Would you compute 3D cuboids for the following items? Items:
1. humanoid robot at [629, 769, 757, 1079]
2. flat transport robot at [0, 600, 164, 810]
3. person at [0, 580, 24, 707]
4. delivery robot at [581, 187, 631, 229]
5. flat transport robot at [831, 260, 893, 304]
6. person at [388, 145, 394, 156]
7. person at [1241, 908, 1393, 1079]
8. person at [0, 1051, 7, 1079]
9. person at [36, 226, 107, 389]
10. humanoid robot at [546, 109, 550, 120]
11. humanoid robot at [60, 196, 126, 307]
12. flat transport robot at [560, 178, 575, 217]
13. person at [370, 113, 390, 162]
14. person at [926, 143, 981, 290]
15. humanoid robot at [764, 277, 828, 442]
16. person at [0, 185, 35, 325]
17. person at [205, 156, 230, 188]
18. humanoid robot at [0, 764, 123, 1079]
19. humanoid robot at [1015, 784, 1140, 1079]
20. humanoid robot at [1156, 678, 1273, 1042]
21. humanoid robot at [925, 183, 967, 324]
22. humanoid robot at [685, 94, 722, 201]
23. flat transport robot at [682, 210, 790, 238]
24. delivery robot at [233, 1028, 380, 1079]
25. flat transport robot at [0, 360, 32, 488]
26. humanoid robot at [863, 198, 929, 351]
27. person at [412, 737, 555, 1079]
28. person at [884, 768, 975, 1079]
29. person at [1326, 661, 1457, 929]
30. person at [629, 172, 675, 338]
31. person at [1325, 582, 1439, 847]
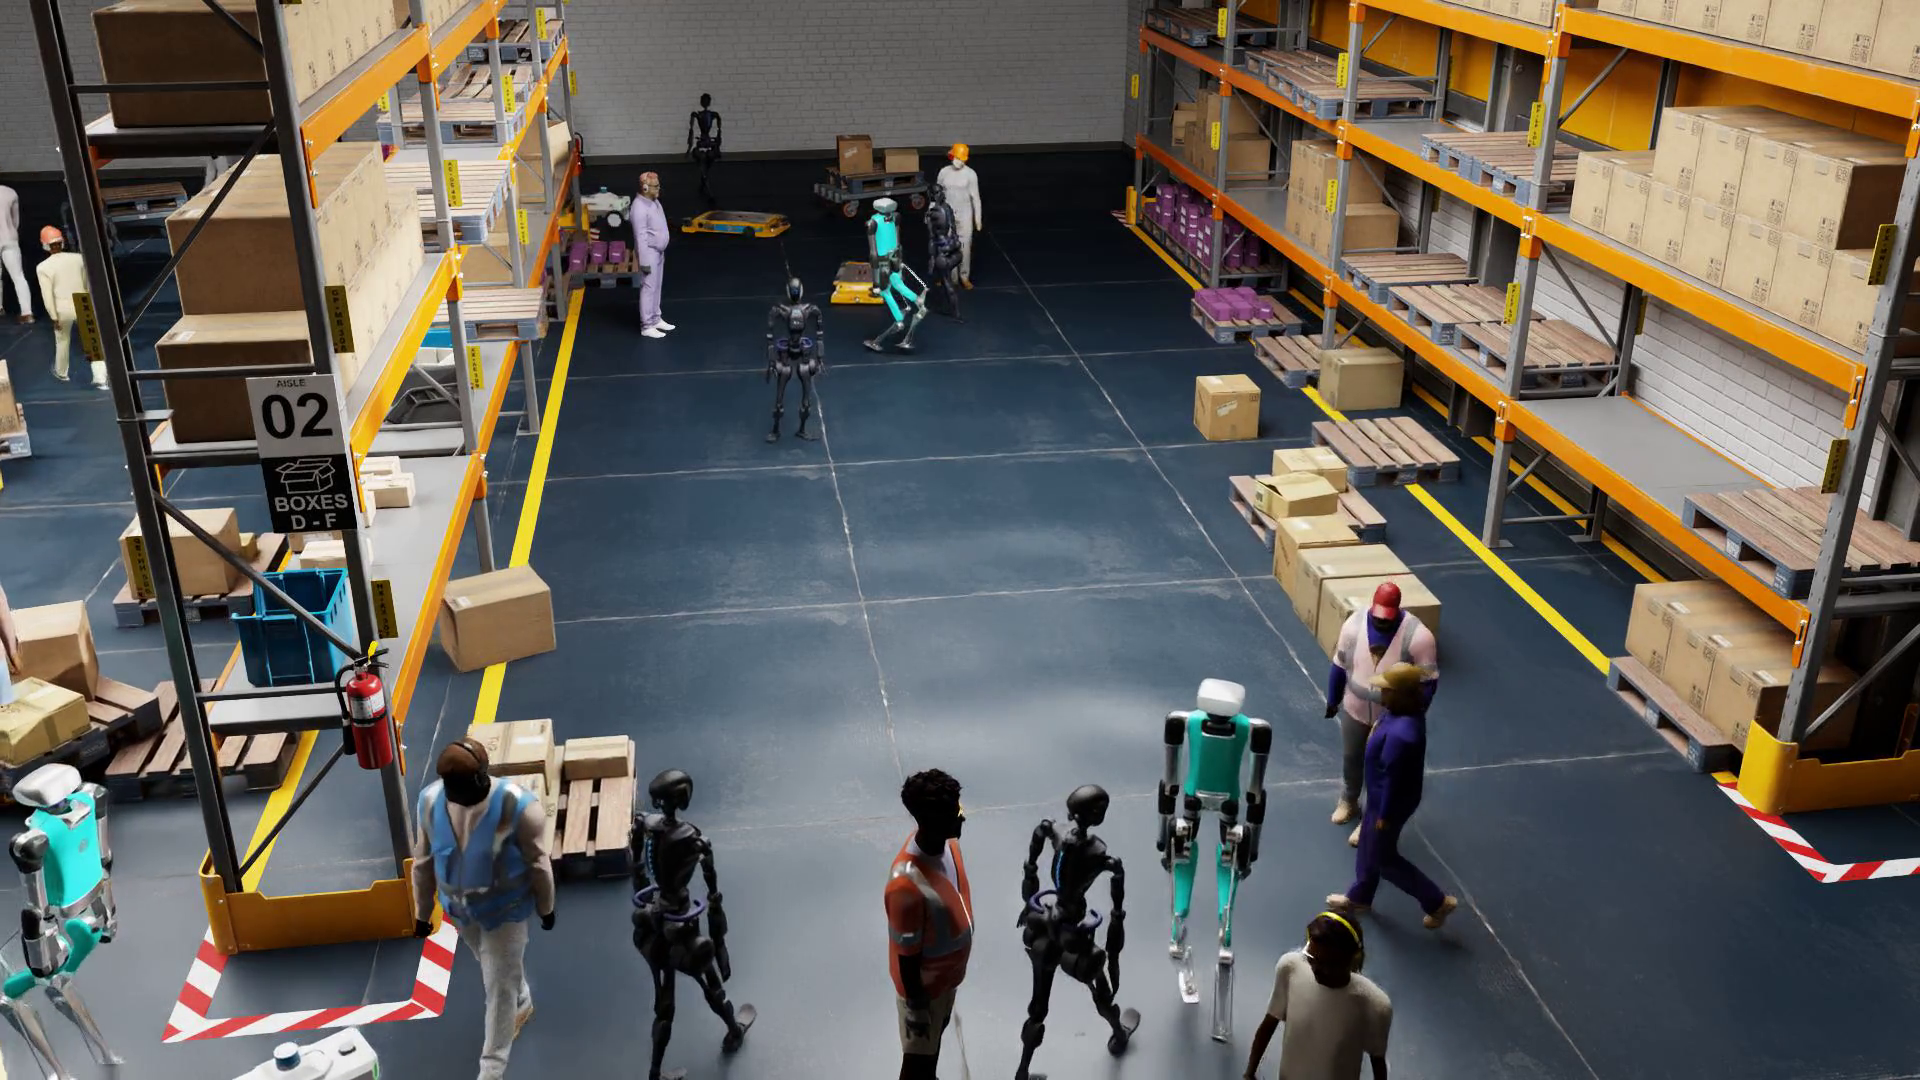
[{"bbox_3d":[-1.315,1.809,7.859,0.588,1.630,0.716,15,28,30],"label":"humanoid robot"},{"bbox_3d":[-5.901,1.372,10.552,0.659,0.231,1.431,12,26,26],"label":"flat transport robot"},{"bbox_3d":[-5.931,0.725,9.900,0.618,1.989,0.396,-13,27,-26],"label":"person"},{"bbox_3d":[-5.195,-4.878,24.442,0.787,0.599,0.499,5,24,11],"label":"delivery robot"},{"bbox_3d":[-1.237,-3.278,21.146,0.659,0.231,1.431,1,24,2],"label":"flat transport robot"},{"bbox_3d":[-7.292,-4.357,21.803,0.563,1.722,0.781,3,24,6],"label":"person"},{"bbox_3d":[1.373,2.255,6.613,0.513,1.817,0.947,21,31,39],"label":"person"},{"bbox_3d":[-3.637,2.423,6.204,0.753,1.864,0.504,-4,24,-10],"label":"person"},{"bbox_3d":[-9.392,-2.454,17.472,0.880,1.708,0.560,17,29,34],"label":"person"},{"bbox_3d":[-6.844,-6.553,26.852,0.609,1.652,0.309,9,25,19],"label":"humanoid robot"},{"bbox_3d":[-10.493,-3.618,20.177,0.623,1.642,0.362,-18,30,-36],"label":"humanoid robot"},{"bbox_3d":[-6.387,-4.973,25.008,1.431,0.231,0.659,-1,24,-2],"label":"flat transport robot"},{"bbox_3d":[-7.949,-5.000,23.129,0.554,1.827,0.461,-14,27,-29],"label":"person"},{"bbox_3d":[-0.081,-4.084,21.001,0.718,1.875,0.411,8,25,18],"label":"person"},{"bbox_3d":[-1.582,-1.718,15.853,0.623,1.641,0.387,-6,24,-14],"label":"humanoid robot"},{"bbox_3d":[-11.372,-3.512,19.700,0.609,1.873,1.114,-19,30,-37],"label":"person"},{"bbox_3d":[-11.471,-6.029,25.504,0.578,1.813,0.672,-12,26,-25],"label":"person"},{"bbox_3d":[-4.241,1.818,7.692,0.742,1.782,0.530,5,24,10],"label":"humanoid robot"},{"bbox_3d":[0.528,1.821,7.854,0.628,1.621,0.803,19,30,37],"label":"humanoid robot"},{"bbox_3d":[1.220,1.653,8.202,0.545,1.859,0.784,4,24,8],"label":"humanoid robot"},{"bbox_3d":[-0.162,-3.405,19.726,0.636,1.609,0.606,14,28,30],"label":"humanoid robot"},{"bbox_3d":[-3.989,-6.130,25.993,0.627,1.630,0.808,-15,28,-30],"label":"humanoid robot"},{"bbox_3d":[-3.245,-4.580,24.112,1.431,0.231,0.659,6,24,14],"label":"flat transport robot"},{"bbox_3d":[-3.000,2.539,7.527,0.765,0.585,0.499,-19,30,-37],"label":"delivery robot"},{"bbox_3d":[-9.231,-0.722,15.322,0.659,0.231,1.431,-13,27,-27],"label":"flat transport robot"},{"bbox_3d":[-0.689,-2.867,18.364,0.879,1.758,0.555,16,28,31],"label":"humanoid robot"},{"bbox_3d":[-2.268,1.755,7.784,0.642,1.798,0.877,6,24,14],"label":"person"},{"bbox_3d":[-0.118,1.872,7.304,0.365,1.966,0.607,6,25,14],"label":"person"},{"bbox_3d":[2.363,1.380,8.872,0.616,1.604,0.456,8,25,17],"label":"person"},{"bbox_3d":[-3.536,-3.285,19.145,0.400,1.900,0.633,3,24,6],"label":"person"},{"bbox_3d":[2.424,0.991,9.636,0.626,1.710,0.555,15,28,30],"label":"person"}]
